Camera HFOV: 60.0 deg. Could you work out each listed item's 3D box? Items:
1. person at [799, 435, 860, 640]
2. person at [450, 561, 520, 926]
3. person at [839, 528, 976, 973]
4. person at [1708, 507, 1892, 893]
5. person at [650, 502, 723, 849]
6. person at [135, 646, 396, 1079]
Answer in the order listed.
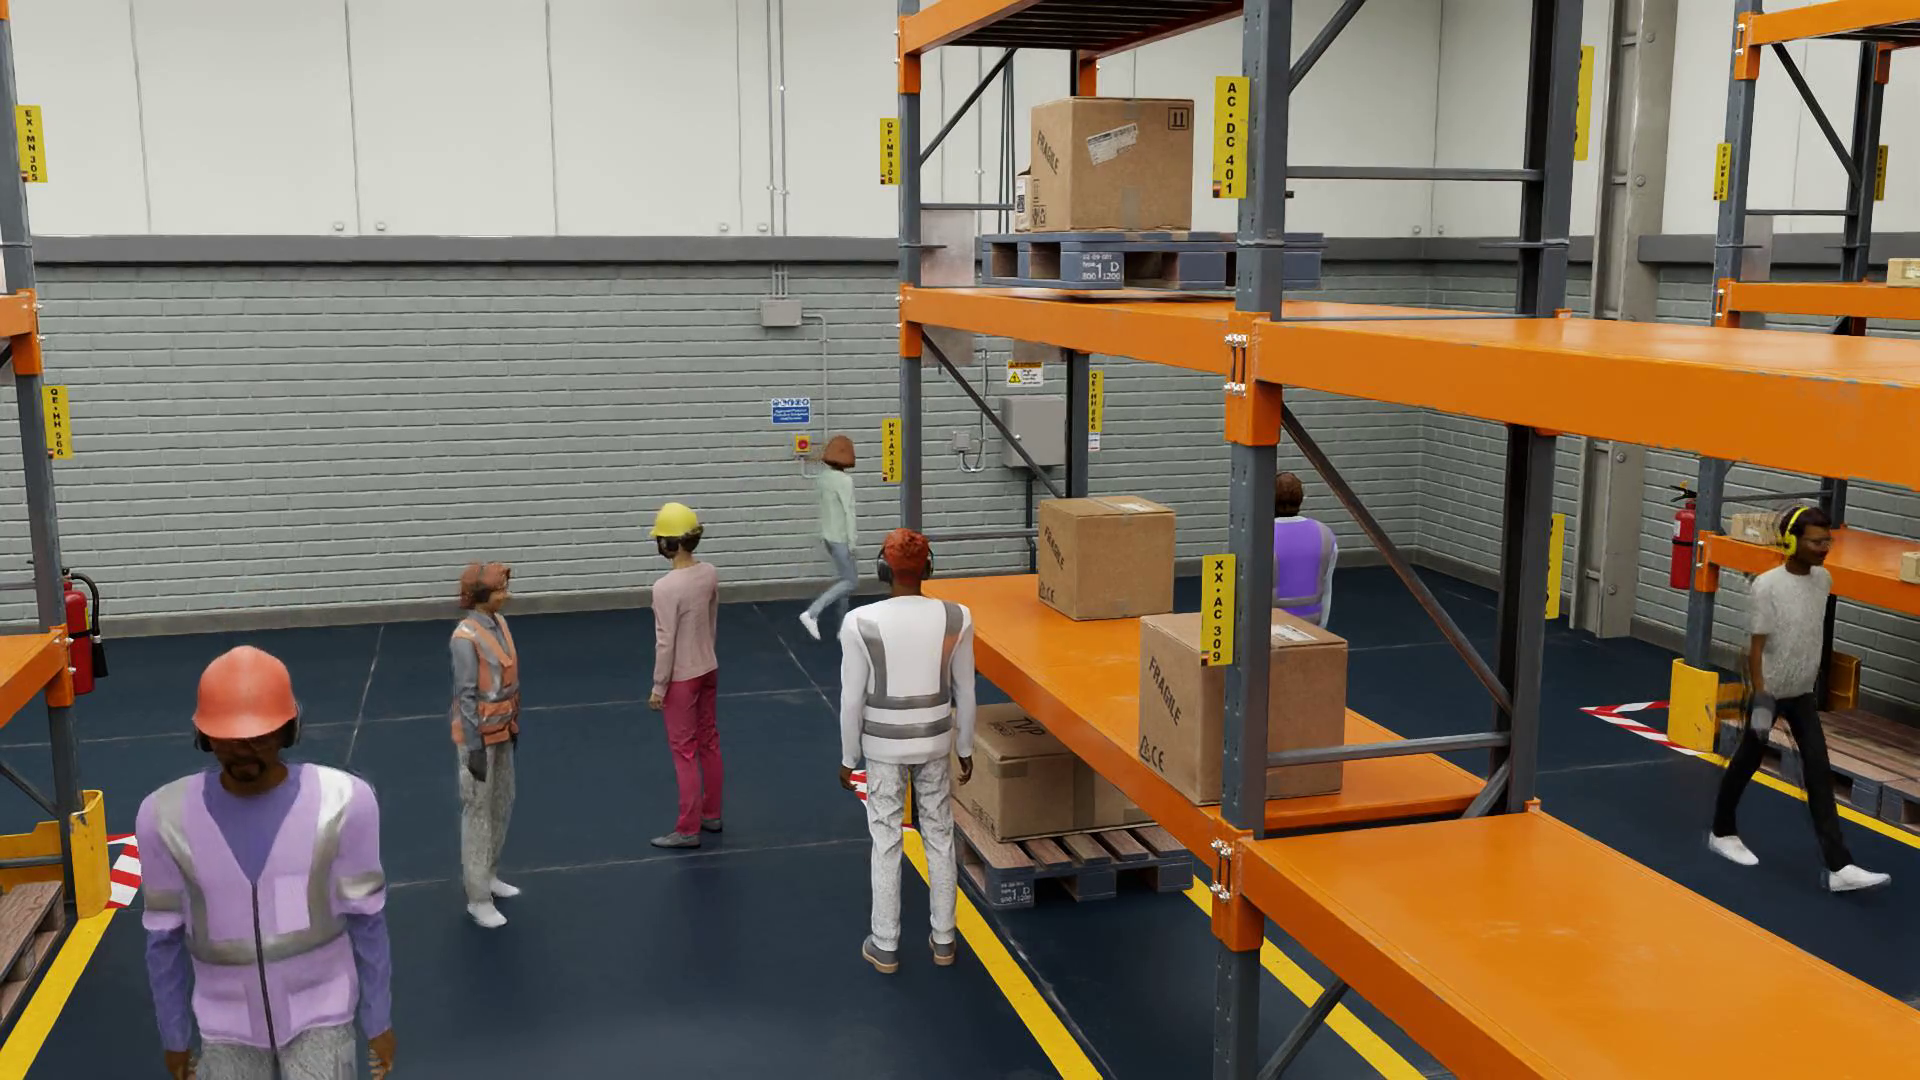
[{"bbox_3d":[-0.955,-0.001,12.769,0.527,1.611,0.518,-4,11,-24],"label":"person"},{"bbox_3d":[-2.175,0.913,7.582,0.323,1.626,0.598,1,10,4],"label":"person"},{"bbox_3d":[-0.219,0.881,6.993,0.586,1.883,0.340,-3,10,-15],"label":"person"},{"bbox_3d":[3.981,0.752,7.893,0.555,1.820,0.980,-4,11,-20],"label":"person"},{"bbox_3d":[-1.405,0.685,8.450,0.313,1.769,0.524,4,11,21],"label":"person"},{"bbox_3d":[-1.855,1.249,4.524,0.615,2.029,0.601,-3,10,-15],"label":"person"}]
